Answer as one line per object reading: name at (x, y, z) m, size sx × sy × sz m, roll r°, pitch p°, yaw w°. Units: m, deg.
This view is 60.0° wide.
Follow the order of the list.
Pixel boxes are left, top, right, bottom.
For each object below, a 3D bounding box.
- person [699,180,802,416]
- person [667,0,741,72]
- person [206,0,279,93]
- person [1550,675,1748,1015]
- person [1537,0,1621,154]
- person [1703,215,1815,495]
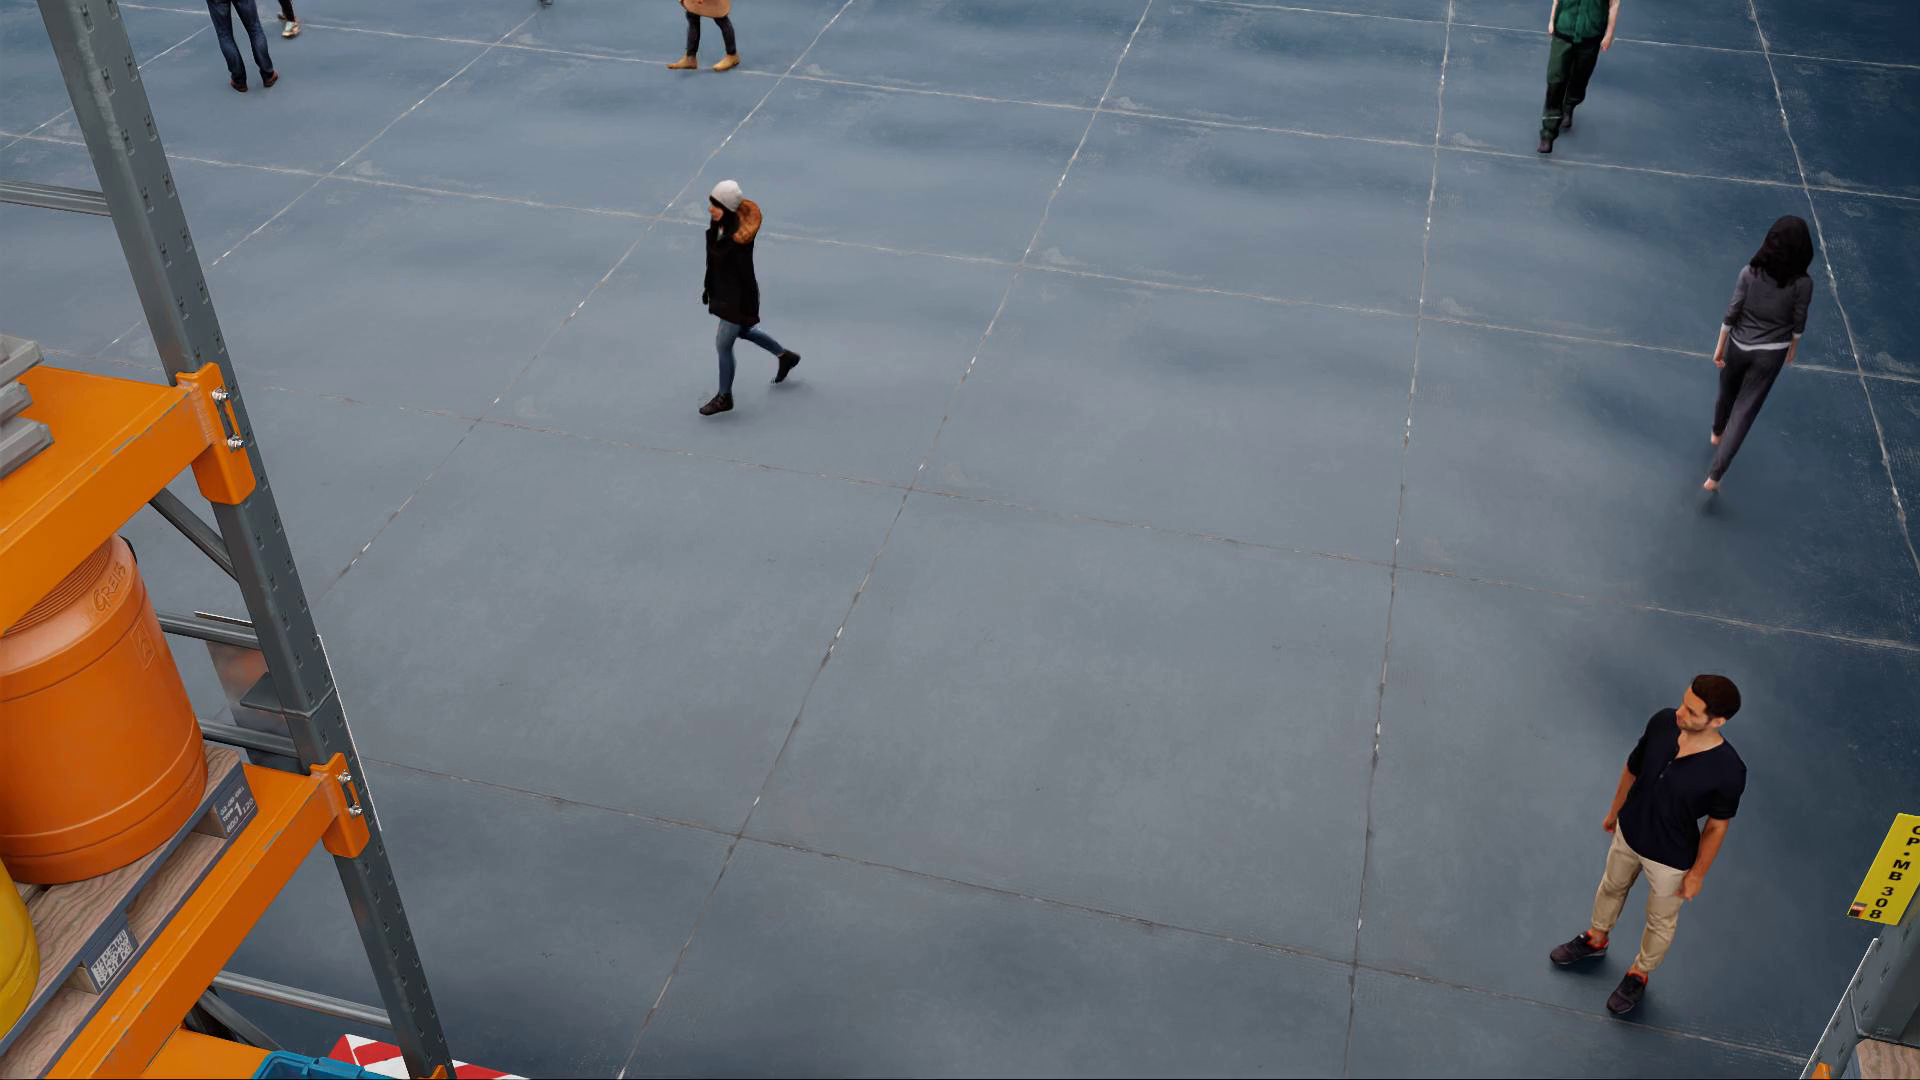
person at (-1.401, -1.605, 10.817) m, size 1.094 × 1.609 × 1.051 m, roll -18°, pitch 41°, yaw -21°
person at (-2.242, -5.147, 15.267) m, size 1.045 × 1.705 × 0.987 m, roll -20°, pitch 42°, yaw -24°
person at (-6.572, -4.981, 14.897) m, size 0.830 × 1.899 × 0.866 m, roll -16°, pitch 41°, yaw -19°
person at (2.934, 1.251, 6.967) m, size 0.759 × 1.855 × 0.701 m, roll -21°, pitch 42°, yaw -24°
person at (5.231, -4.282, 14.043) m, size 0.726 × 1.850 × 1.255 m, roll 12°, pitch 40°, yaw 15°
person at (4.784, -1.072, 10.050) m, size 0.894 × 1.716 × 1.244 m, roll 24°, pitch 44°, yaw 28°
